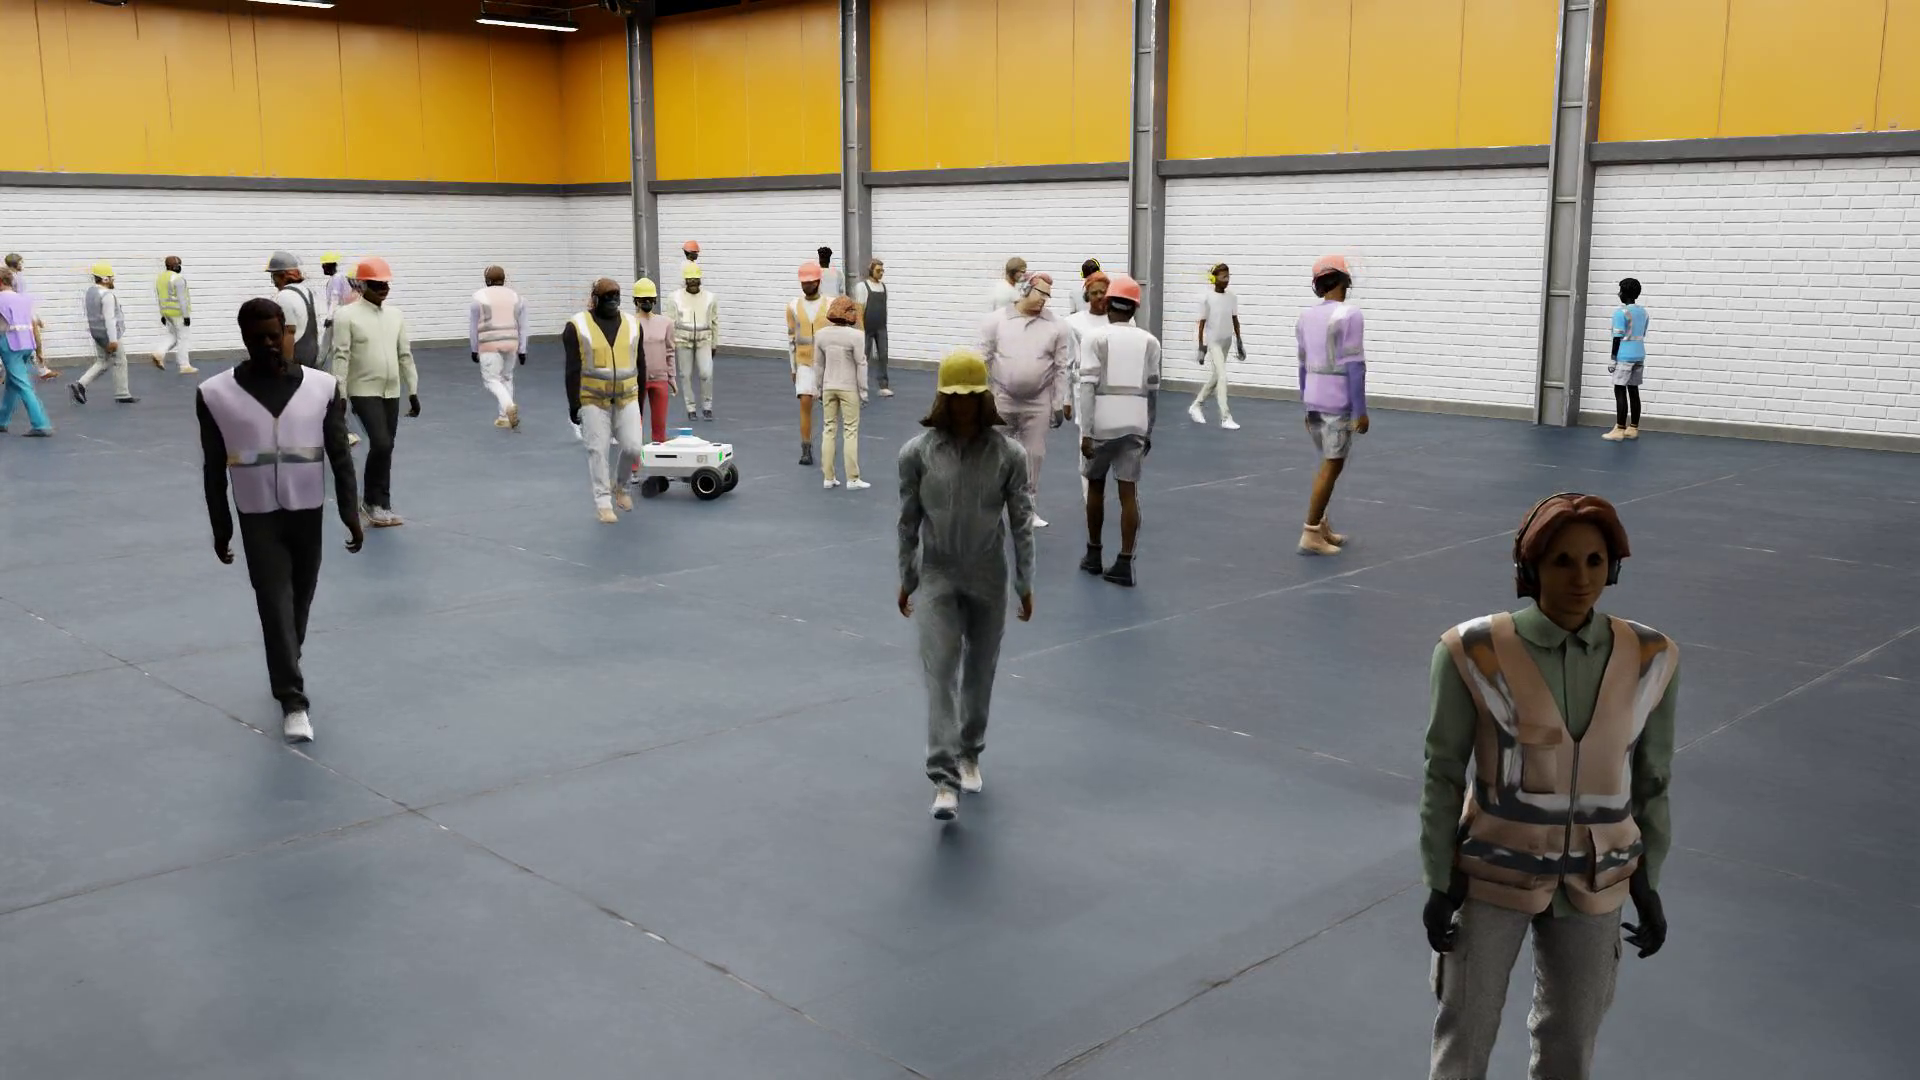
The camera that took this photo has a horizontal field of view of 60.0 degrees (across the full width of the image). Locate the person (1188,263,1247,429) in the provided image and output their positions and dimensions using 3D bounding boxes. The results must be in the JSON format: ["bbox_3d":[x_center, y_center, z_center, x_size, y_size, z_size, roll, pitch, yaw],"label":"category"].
[{"bbox_3d":[2.873,-2.186,18.646,0.527,1.838,0.928,-7,13,-34],"label":"person"}]

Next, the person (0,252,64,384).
[{"bbox_3d":[-13.650,-3.199,24.044,1.045,1.892,0.648,-9,14,-41],"label":"person"}]

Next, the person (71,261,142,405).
[{"bbox_3d":[-10.726,-2.569,20.783,0.600,1.807,0.728,8,13,38],"label":"person"}]

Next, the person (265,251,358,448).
[{"bbox_3d":[-6.304,-1.780,15.850,0.989,2.000,0.691,1,10,4],"label":"person"}]

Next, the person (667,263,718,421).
[{"bbox_3d":[-3.053,-2.252,19.056,0.599,1.811,0.629,-3,11,-14],"label":"person"}]

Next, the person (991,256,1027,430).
[{"bbox_3d":[0.487,-2.136,18.161,0.516,1.905,0.675,2,11,11],"label":"person"}]

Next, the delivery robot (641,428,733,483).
[{"bbox_3d":[-2.238,-0.675,13.624,0.707,0.478,0.477,1,10,8],"label":"delivery robot"}]

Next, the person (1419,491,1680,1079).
[{"bbox_3d":[1.174,0.710,3.363,0.515,1.642,0.314,0,10,-1],"label":"person"}]

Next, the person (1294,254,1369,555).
[{"bbox_3d":[2.471,-0.886,11.139,0.397,2.014,0.632,-4,11,-21],"label":"person"}]

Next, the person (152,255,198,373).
[{"bbox_3d":[-12.195,-3.490,25.786,0.633,1.830,0.530,7,13,35],"label":"person"}]

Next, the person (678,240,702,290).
[{"bbox_3d":[-4.644,-4.164,28.846,0.390,2.040,0.614,-7,12,-32],"label":"person"}]

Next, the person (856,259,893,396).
[{"bbox_3d":[-1.185,-2.843,22.234,0.519,1.827,0.781,-7,12,-33],"label":"person"}]

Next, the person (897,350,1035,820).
[{"bbox_3d":[0.029,0.171,6.097,0.508,1.701,0.849,-1,10,-5],"label":"person"}]

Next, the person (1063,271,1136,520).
[{"bbox_3d":[1.049,-1.102,12.628,0.603,1.867,0.623,-2,11,-9],"label":"person"}]

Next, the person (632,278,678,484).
[{"bbox_3d":[-2.692,-1.369,14.359,0.533,1.767,0.321,-6,12,-29],"label":"person"}]

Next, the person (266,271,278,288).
[{"bbox_3d":[-7.192,-2.093,17.868,0.382,1.924,0.594,-6,12,-28],"label":"person"}]

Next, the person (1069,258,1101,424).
[{"bbox_3d":[1.469,-2.228,18.753,0.521,1.874,0.328,5,12,28],"label":"person"}]

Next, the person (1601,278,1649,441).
[{"bbox_3d":[6.966,-1.883,17.371,0.533,1.694,0.319,-8,13,-37],"label":"person"}]

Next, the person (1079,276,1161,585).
[{"bbox_3d":[0.986,-0.690,10.359,0.564,1.871,0.814,-3,11,-14],"label":"person"}]

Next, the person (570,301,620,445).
[{"bbox_3d":[-3.663,-1.768,16.947,0.654,1.608,0.508,1,10,3],"label":"person"}]

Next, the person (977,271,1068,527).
[{"bbox_3d":[0.390,-1.005,12.116,0.791,1.881,0.401,0,10,0],"label":"person"}]

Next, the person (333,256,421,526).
[{"bbox_3d":[-4.225,-1.070,12.139,0.476,1.977,0.650,6,12,28],"label":"person"}]

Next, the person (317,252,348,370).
[{"bbox_3d":[-9.367,-3.334,24.771,0.982,1.878,0.595,-6,12,-30],"label":"person"}]

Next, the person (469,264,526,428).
[{"bbox_3d":[-5.015,-2.098,18.201,0.609,1.820,0.722,-9,14,-41],"label":"person"}]

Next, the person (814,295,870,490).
[{"bbox_3d":[-0.994,-1.239,14.009,0.503,1.632,0.274,6,12,29],"label":"person"}]

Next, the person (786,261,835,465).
[{"bbox_3d":[-1.364,-1.699,15.809,0.553,1.905,0.952,1,10,3],"label":"person"}]

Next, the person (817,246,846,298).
[{"bbox_3d":[-1.982,-3.358,24.658,0.601,1.967,0.369,-4,11,-23],"label":"person"}]

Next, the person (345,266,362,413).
[{"bbox_3d":[-7.158,-2.380,19.874,0.309,1.769,0.525,-8,13,-38],"label":"person"}]

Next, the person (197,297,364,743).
[{"bbox_3d":[-2.984,-0.127,7.312,0.609,1.878,0.986,-7,12,-33],"label":"person"}]

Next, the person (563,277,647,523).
[{"bbox_3d":[-2.634,-1.040,12.425,0.632,1.830,0.446,-5,12,-26],"label":"person"}]

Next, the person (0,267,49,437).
[{"bbox_3d":[-10.144,-1.993,17.693,0.980,1.792,0.582,2,11,9],"label":"person"}]
